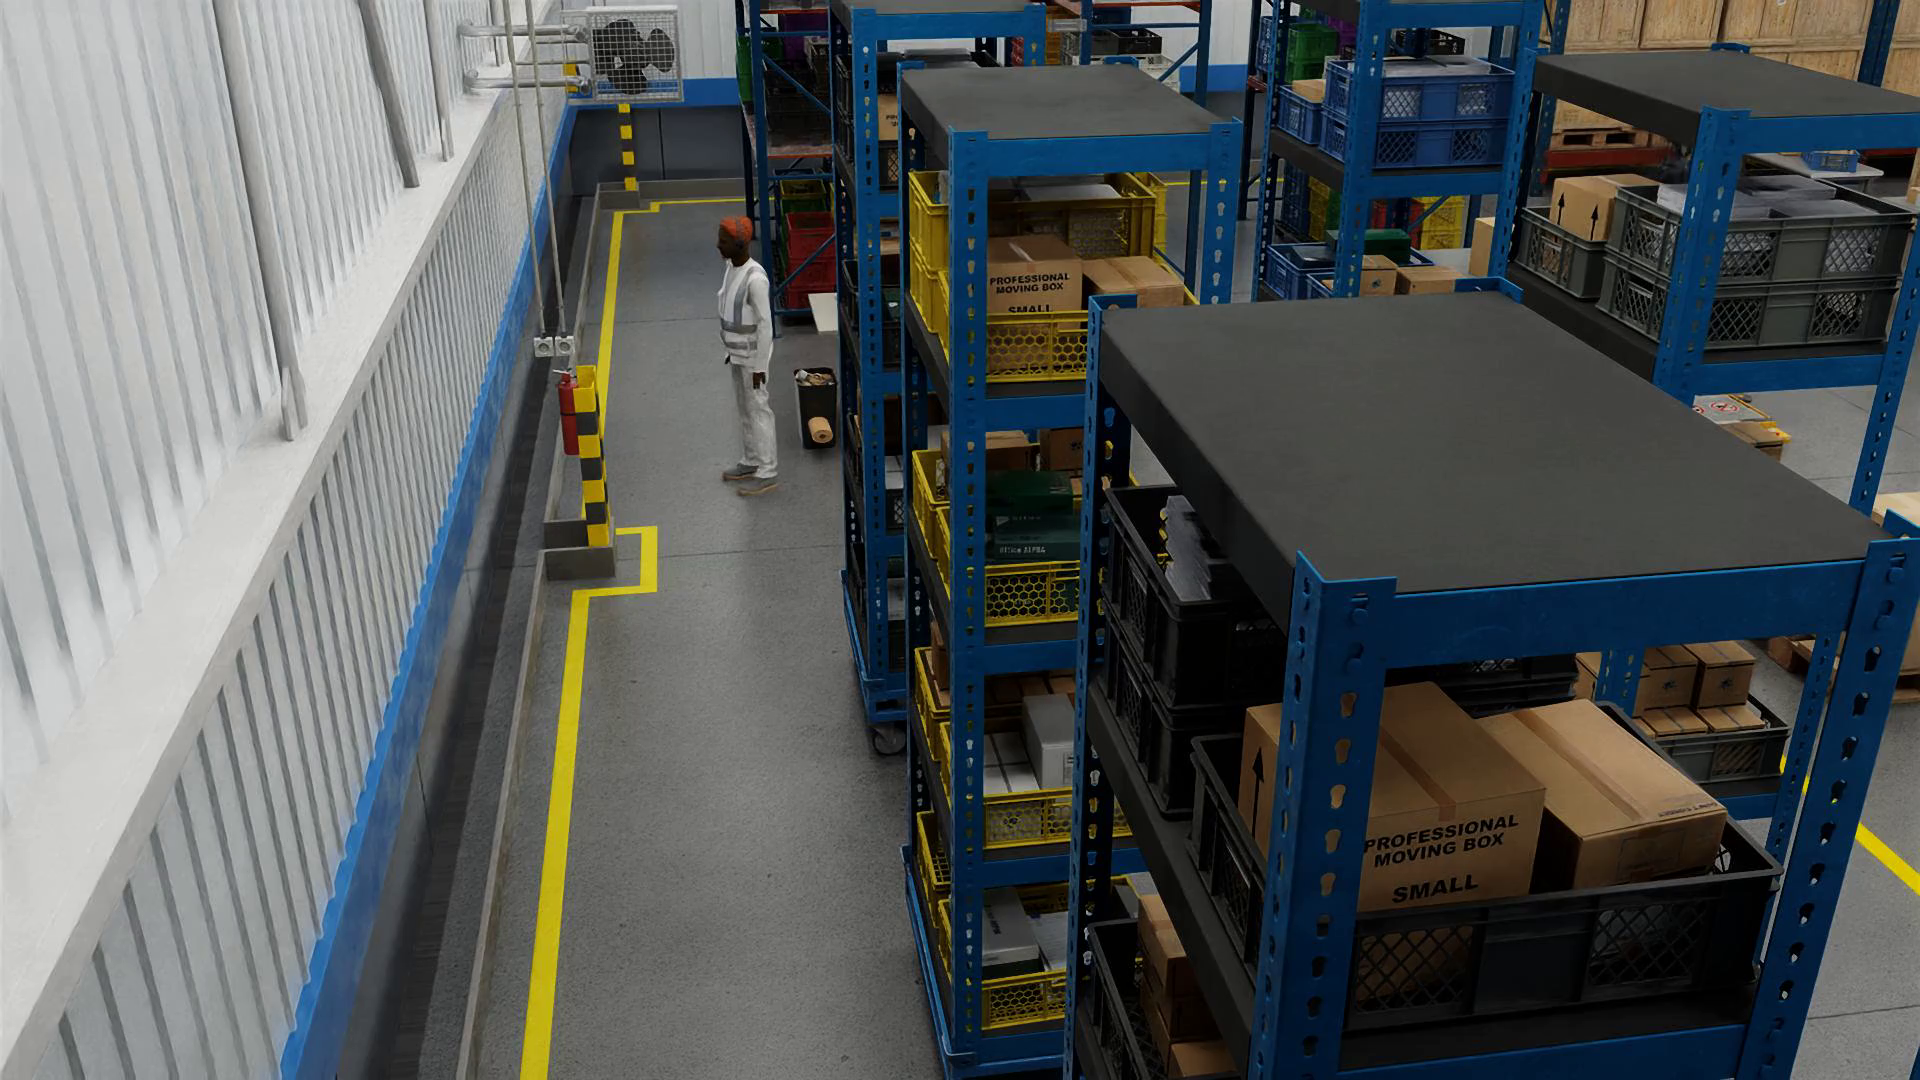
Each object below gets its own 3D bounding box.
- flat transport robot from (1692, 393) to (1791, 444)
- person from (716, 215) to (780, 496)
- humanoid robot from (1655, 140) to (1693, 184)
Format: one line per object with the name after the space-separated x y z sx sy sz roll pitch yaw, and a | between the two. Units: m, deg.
5.224 -0.859 12.132 1.431 0.197 0.652 -4 25 -8 | flat transport robot
-1.412 -1.221 11.023 0.337 1.879 0.583 -12 27 -24 | person
6.305 -2.821 14.807 0.548 1.614 0.796 -22 32 -39 | humanoid robot
